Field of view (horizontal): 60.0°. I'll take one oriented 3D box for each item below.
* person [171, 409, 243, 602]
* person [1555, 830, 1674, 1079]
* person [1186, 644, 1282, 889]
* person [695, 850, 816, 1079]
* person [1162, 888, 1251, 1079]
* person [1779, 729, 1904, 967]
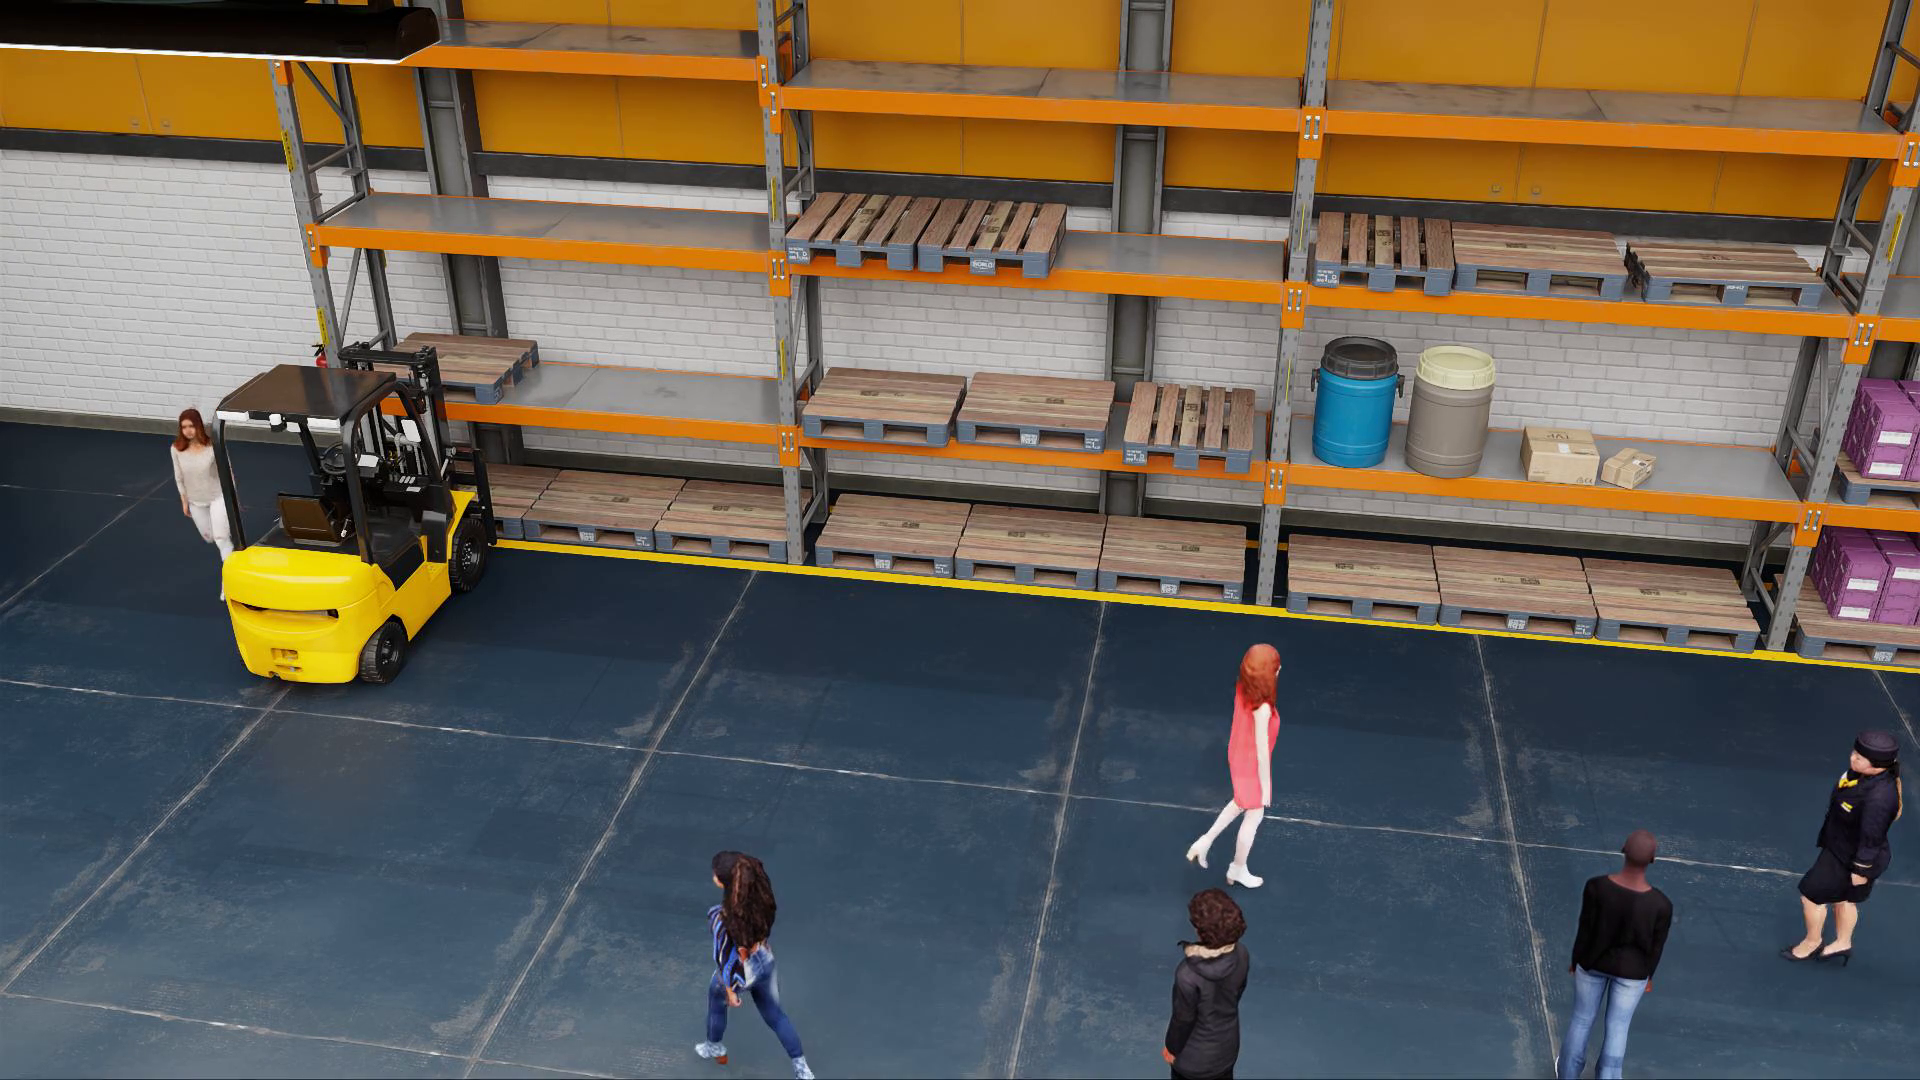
[{"bbox_3d":[-6.150,-0.362,13.681,0.966,1.673,0.841,-4,29,-7],"label":"person"},{"bbox_3d":[3.452,2.259,8.796,0.547,1.750,0.702,12,31,21],"label":"person"},{"bbox_3d":[1.696,1.425,10.260,0.841,1.813,0.748,-5,29,-9],"label":"person"},{"bbox_3d":[-1.073,2.325,8.855,1.140,1.579,0.916,19,34,31],"label":"person"},{"bbox_3d":[1.238,2.482,8.355,0.729,1.781,0.790,-18,33,-30],"label":"person"},{"bbox_3d":[5.260,1.845,9.654,0.738,1.655,0.783,11,30,19],"label":"person"}]
